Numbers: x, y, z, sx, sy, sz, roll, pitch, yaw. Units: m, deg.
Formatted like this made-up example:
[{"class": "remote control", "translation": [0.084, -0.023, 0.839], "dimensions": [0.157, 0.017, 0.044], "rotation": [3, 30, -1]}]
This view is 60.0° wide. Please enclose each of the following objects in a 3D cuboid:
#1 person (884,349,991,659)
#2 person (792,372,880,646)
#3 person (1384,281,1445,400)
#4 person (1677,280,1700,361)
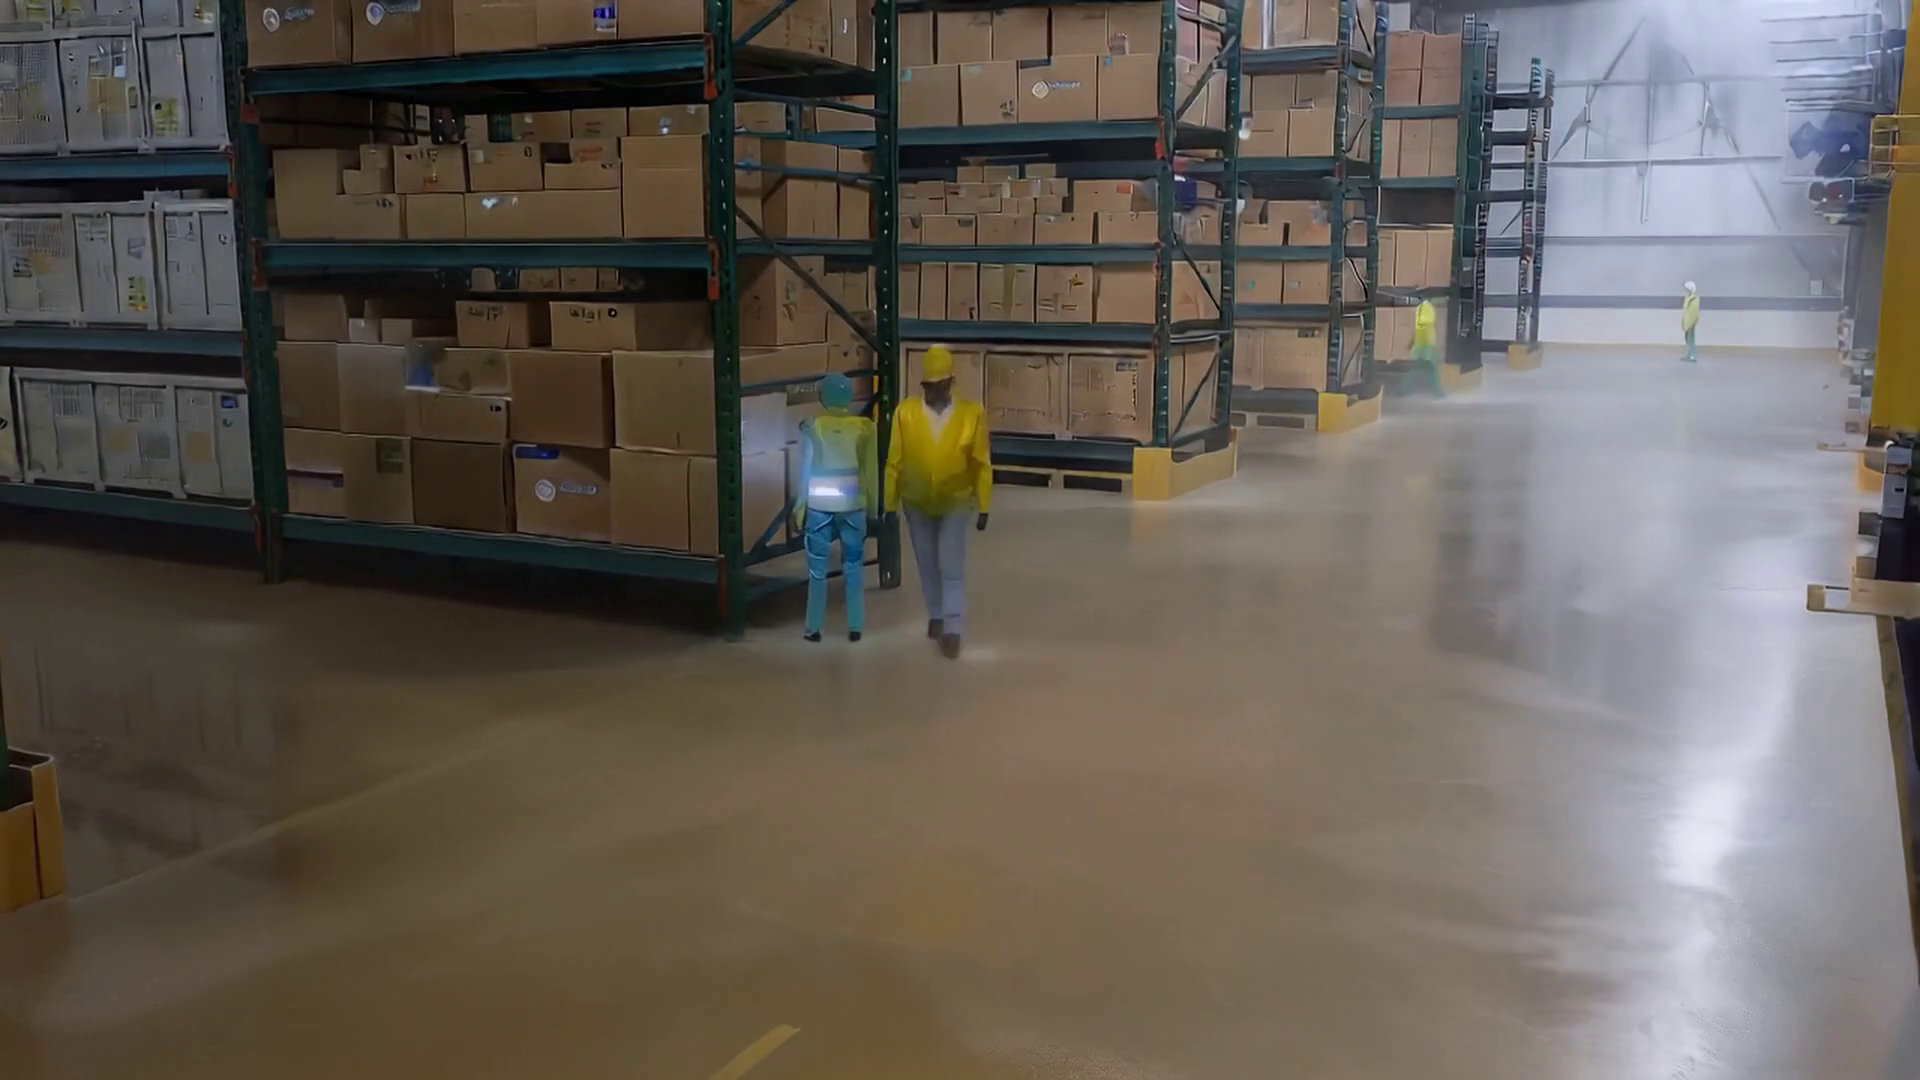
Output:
[{"class": "person", "translation": [-0.141, -0.223, 9.724], "dimensions": [0.617, 1.772, 0.973], "rotation": [1, 10, 6]}, {"class": "person", "translation": [-0.734, -0.178, 9.897], "dimensions": [0.525, 1.632, 0.312], "rotation": [-2, 10, -14]}, {"class": "person", "translation": [7.275, -3.166, 26.457], "dimensions": [1.022, 1.875, 0.543], "rotation": [2, 10, 13]}, {"class": "person", "translation": [15.716, -4.724, 35.894], "dimensions": [0.361, 1.742, 0.563], "rotation": [0, 10, 0]}]
